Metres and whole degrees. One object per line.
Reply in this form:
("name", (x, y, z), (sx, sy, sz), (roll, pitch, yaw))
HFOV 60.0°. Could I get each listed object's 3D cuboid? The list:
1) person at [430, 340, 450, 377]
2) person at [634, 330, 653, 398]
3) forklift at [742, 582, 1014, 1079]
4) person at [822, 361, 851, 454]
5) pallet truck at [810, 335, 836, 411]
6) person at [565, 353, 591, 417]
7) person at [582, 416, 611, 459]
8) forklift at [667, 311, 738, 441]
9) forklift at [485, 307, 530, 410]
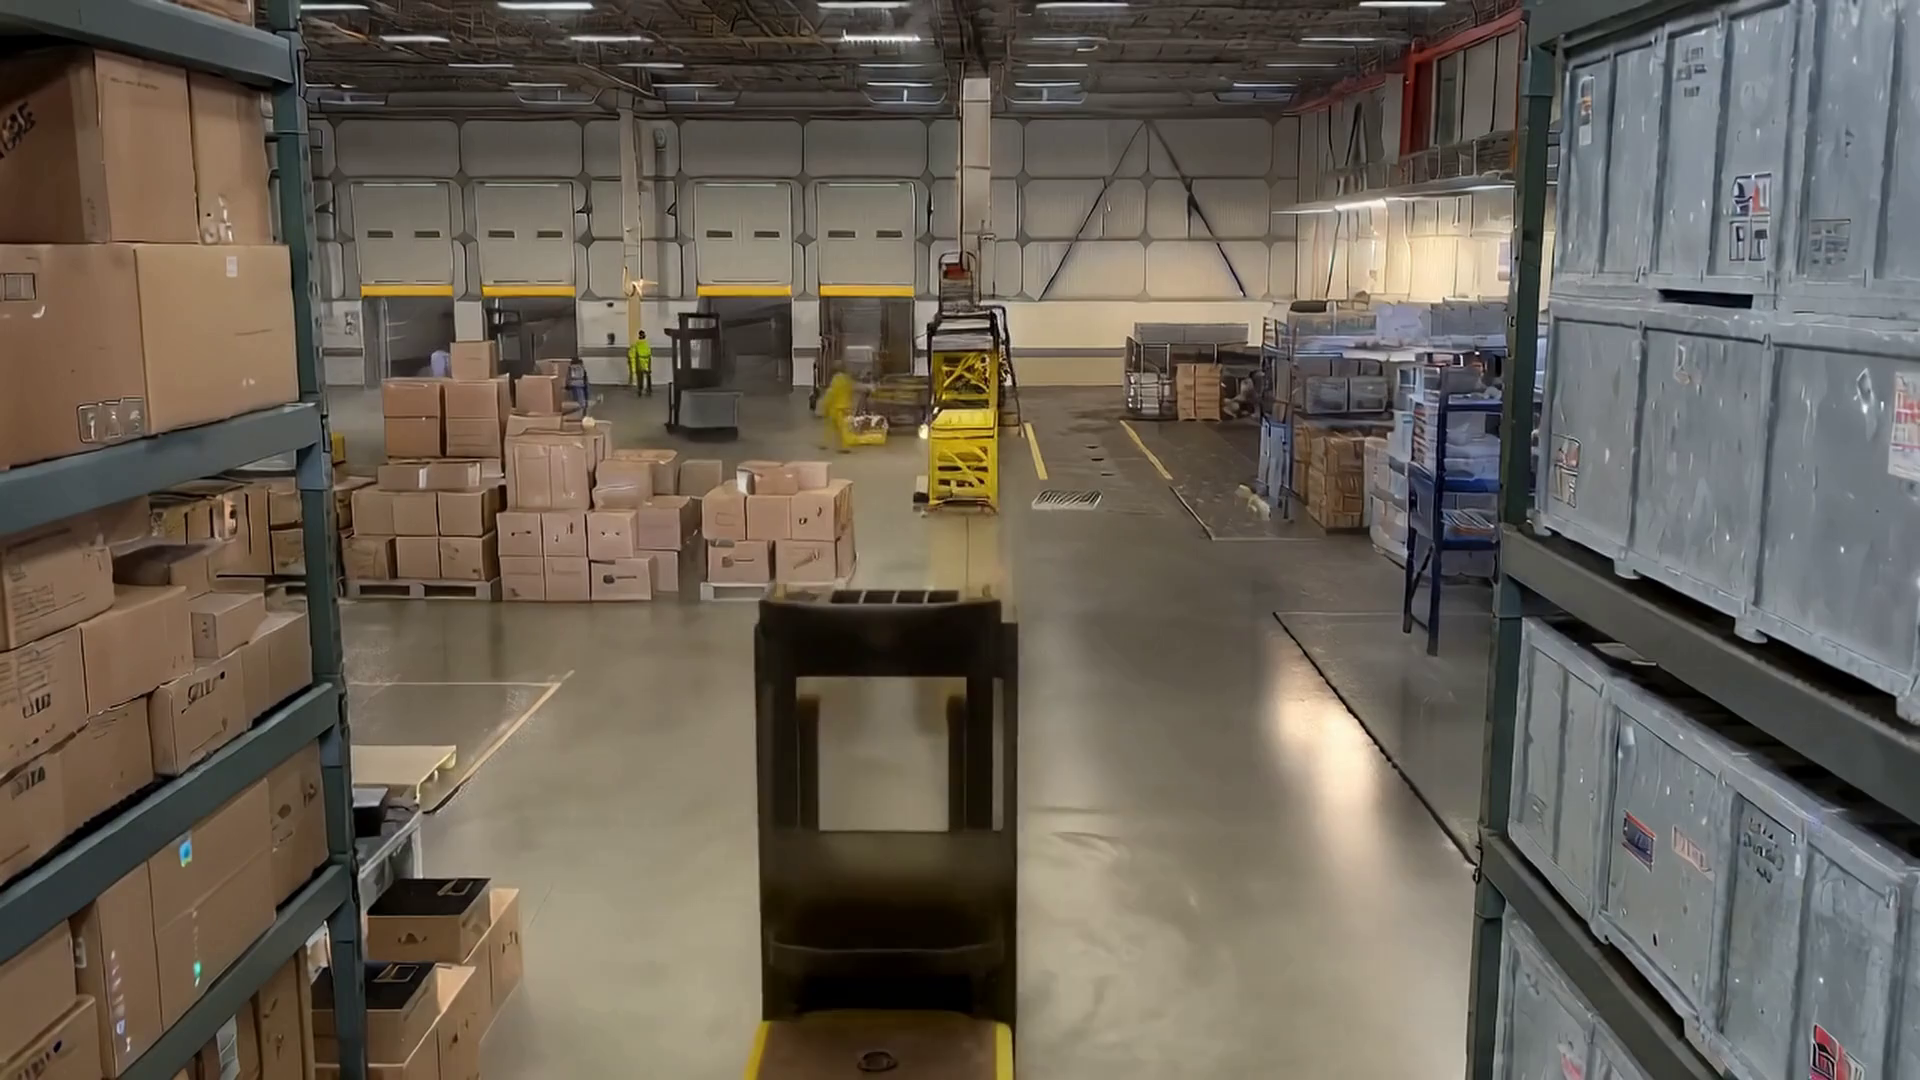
("person", (-13.233, -4.129, 42.311), (0.632, 1.924, 0.671), (6, 11, 30))
("person", (-9.015, -5.008, 47.352), (0.546, 1.927, 0.390), (3, 10, 15))
("forklift", (-0.304, 1.559, 6.707), (1.129, 2.768, 1.873), (0, 10, 1))
("person", (-2.600, -2.723, 34.236), (0.867, 1.909, 0.635), (4, 11, 23))
("pallet truck", (-3.021, -4.312, 43.126), (1.885, 1.965, 0.823), (3, 10, 17))
("person", (-9.586, -3.878, 41.746), (0.538, 1.604, 0.567), (-7, 12, -37))
("person", (-5.027, -0.737, 22.727), (0.591, 1.919, 0.391), (-9, 13, -43))
("forklift", (-5.744, -3.686, 36.967), (1.129, 2.768, 1.873), (-5, 11, -25))
("forklift", (-10.754, -4.150, 39.646), (1.129, 2.768, 1.873), (0, 10, 1))
